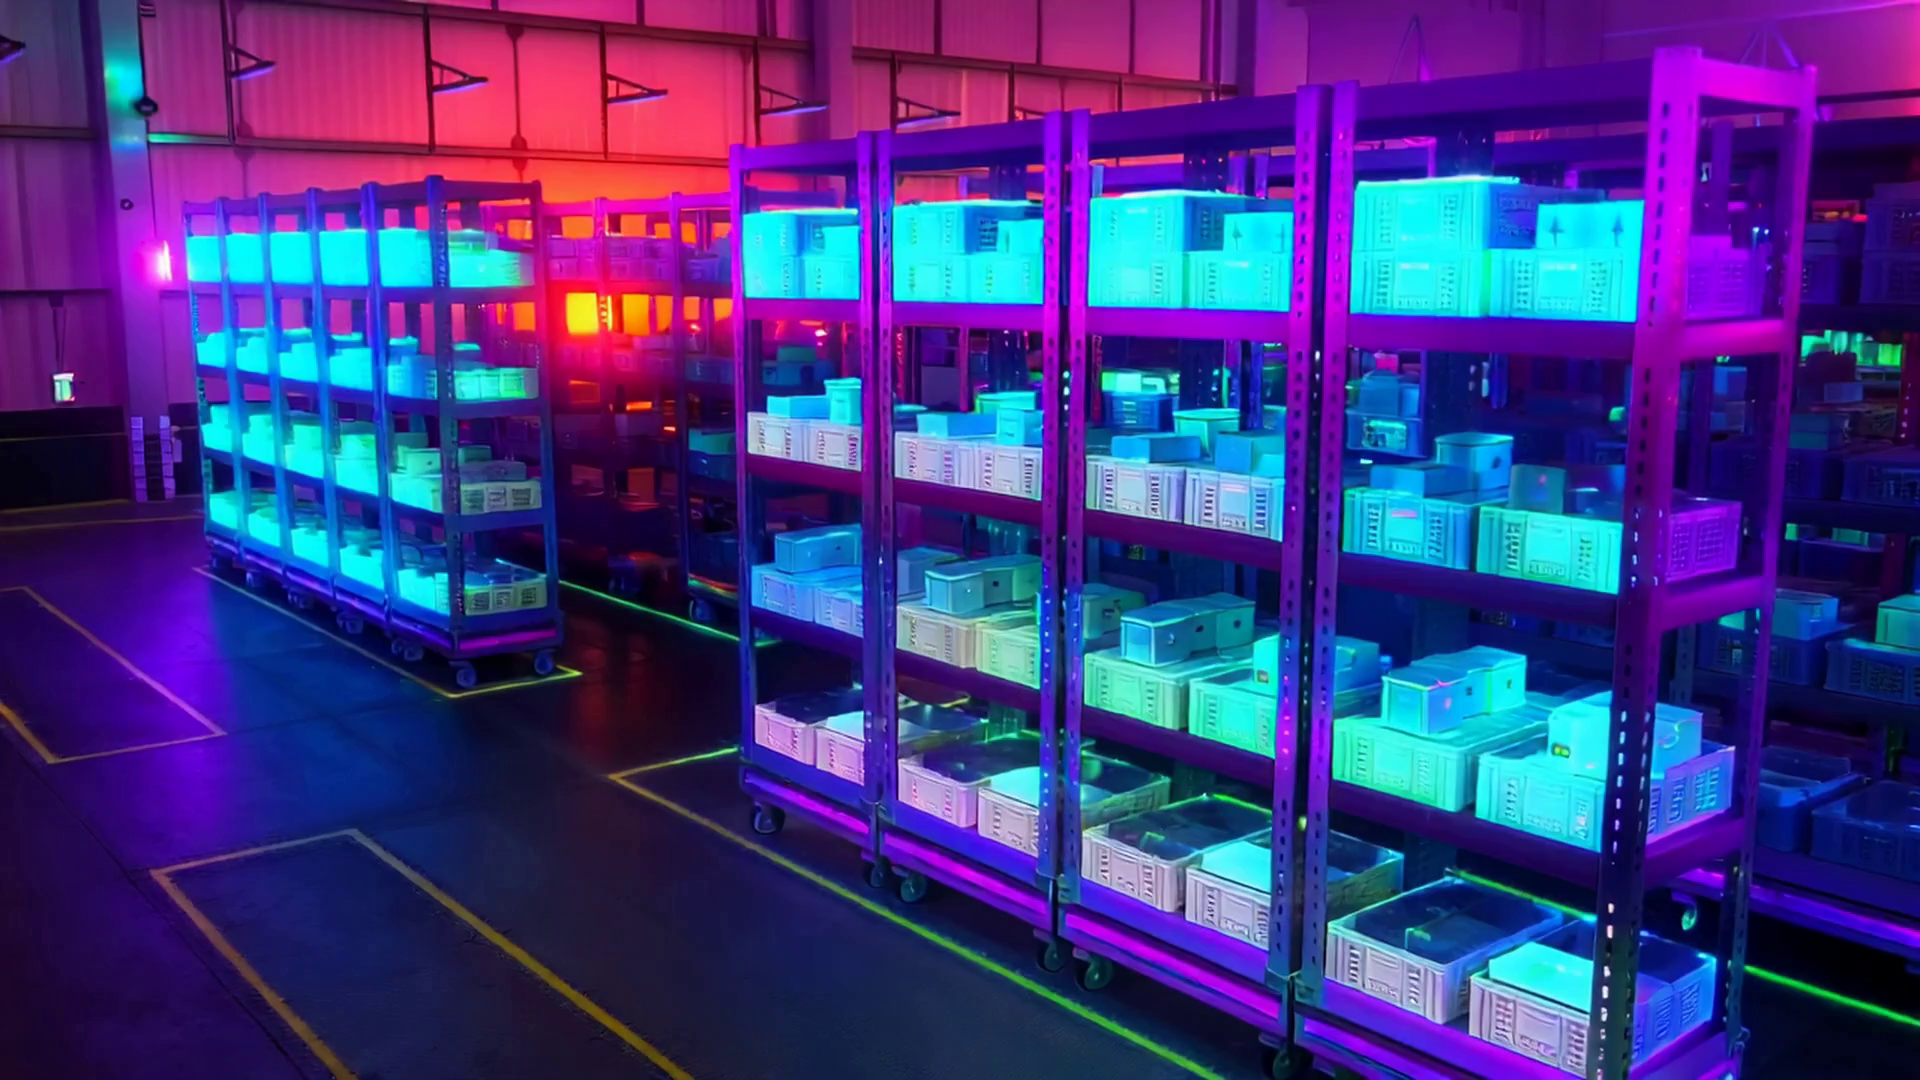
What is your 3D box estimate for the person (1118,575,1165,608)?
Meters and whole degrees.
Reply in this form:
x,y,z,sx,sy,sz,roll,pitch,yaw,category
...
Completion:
x,y,z,sx,sy,sz,roll,pitch,yaw,category
1.312,0.093,11.938,0.848,1.916,0.625,8,12,38,person
